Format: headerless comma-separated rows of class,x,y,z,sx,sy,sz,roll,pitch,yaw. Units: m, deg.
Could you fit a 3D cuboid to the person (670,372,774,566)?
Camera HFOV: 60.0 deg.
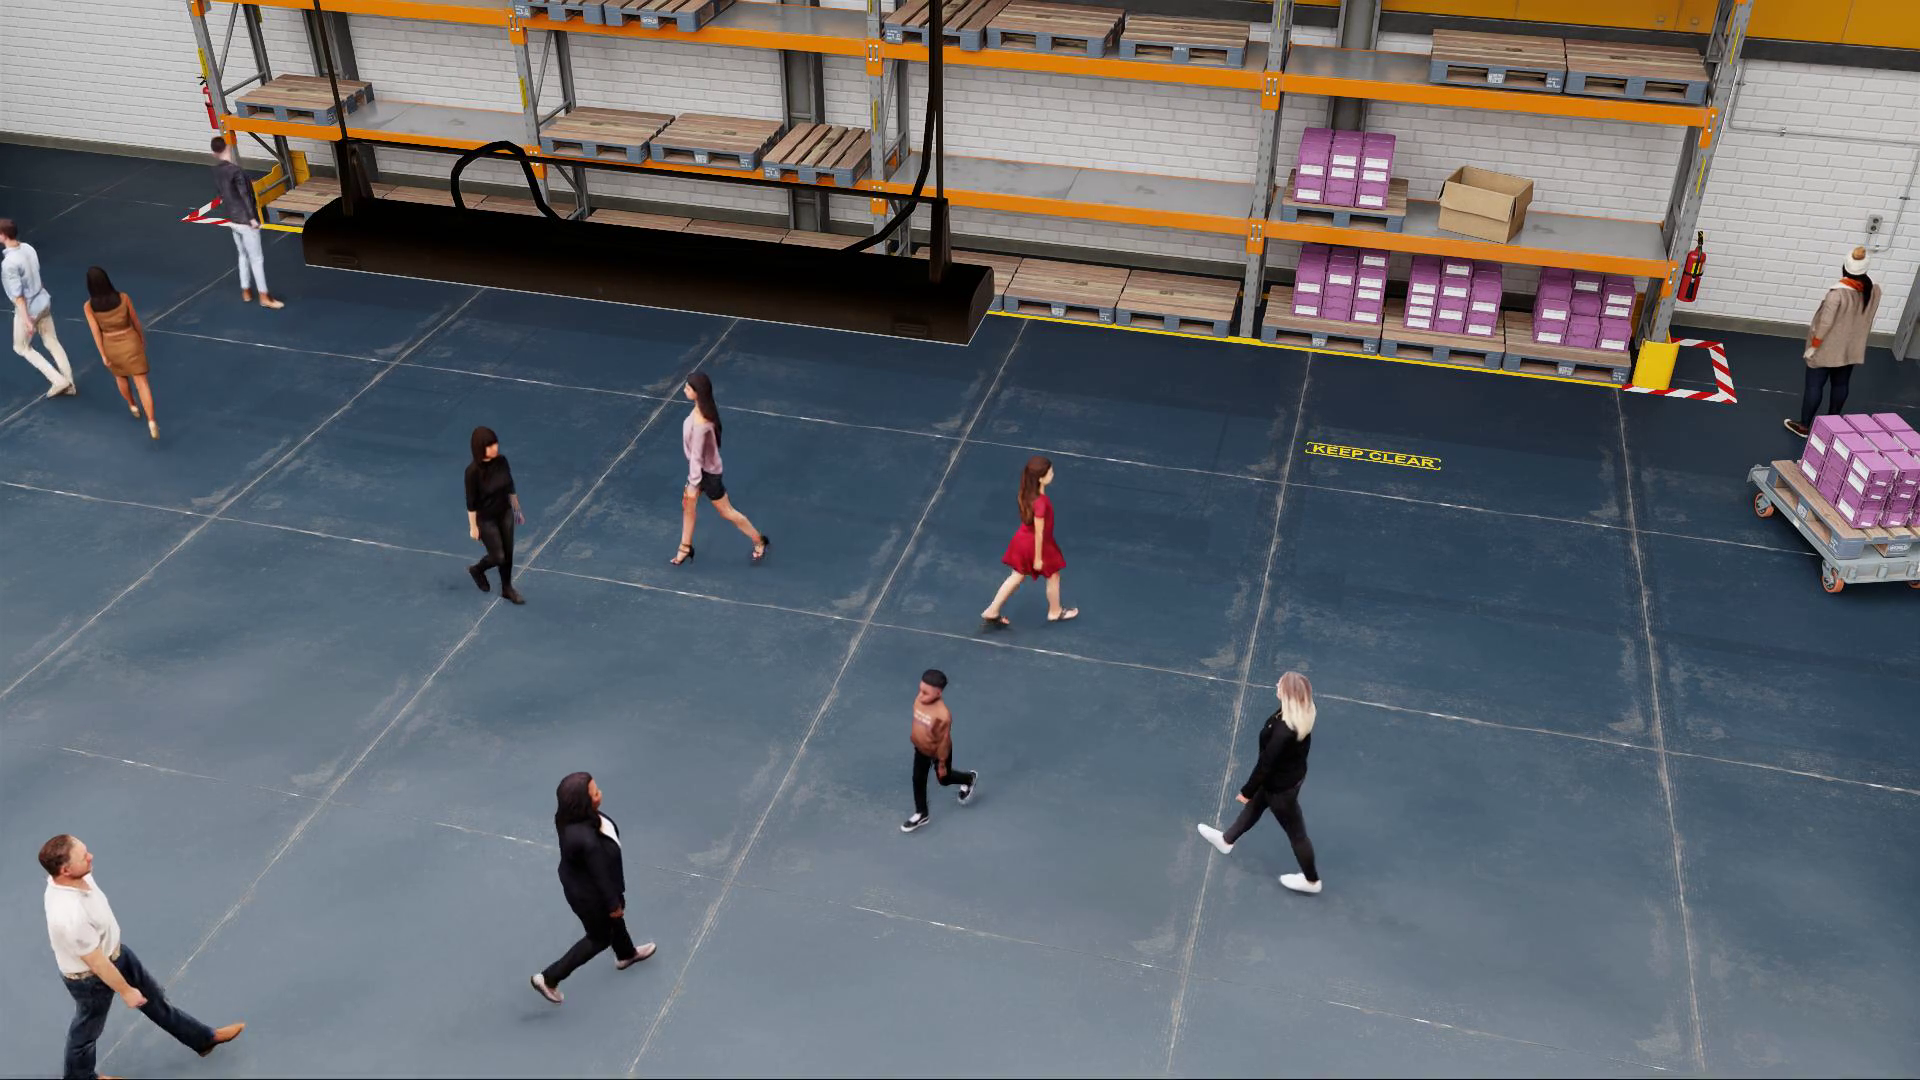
person,-1.931,-0.509,13.407,1.179,1.771,0.898,-4,34,-5

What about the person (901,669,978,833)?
person,-0.124,1.368,11.064,0.847,1.238,0.879,-27,42,-34

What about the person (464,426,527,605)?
person,-3.718,-0.200,13.067,0.800,1.632,0.707,19,38,26

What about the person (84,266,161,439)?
person,-7.668,-1.694,15.298,1.054,1.651,1.086,-16,37,-23

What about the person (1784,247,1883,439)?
person,8.073,-1.825,15.277,0.752,1.893,0.854,-5,34,-8

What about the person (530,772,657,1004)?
person,-2.219,2.058,9.708,1.113,1.589,1.014,-15,36,-21

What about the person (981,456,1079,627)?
person,0.500,0.043,12.795,1.083,1.529,0.907,-11,35,-16

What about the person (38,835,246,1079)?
person,-4.795,2.374,9.038,1.314,1.806,1.097,-9,35,-13

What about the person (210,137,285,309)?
person,-7.588,-3.333,17.631,0.921,1.798,0.669,-25,41,-32

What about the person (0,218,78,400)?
person,-8.768,-2.196,15.884,0.701,1.838,0.715,2,34,2

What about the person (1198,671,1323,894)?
person,2.104,1.572,10.392,1.177,1.643,0.824,17,37,24
